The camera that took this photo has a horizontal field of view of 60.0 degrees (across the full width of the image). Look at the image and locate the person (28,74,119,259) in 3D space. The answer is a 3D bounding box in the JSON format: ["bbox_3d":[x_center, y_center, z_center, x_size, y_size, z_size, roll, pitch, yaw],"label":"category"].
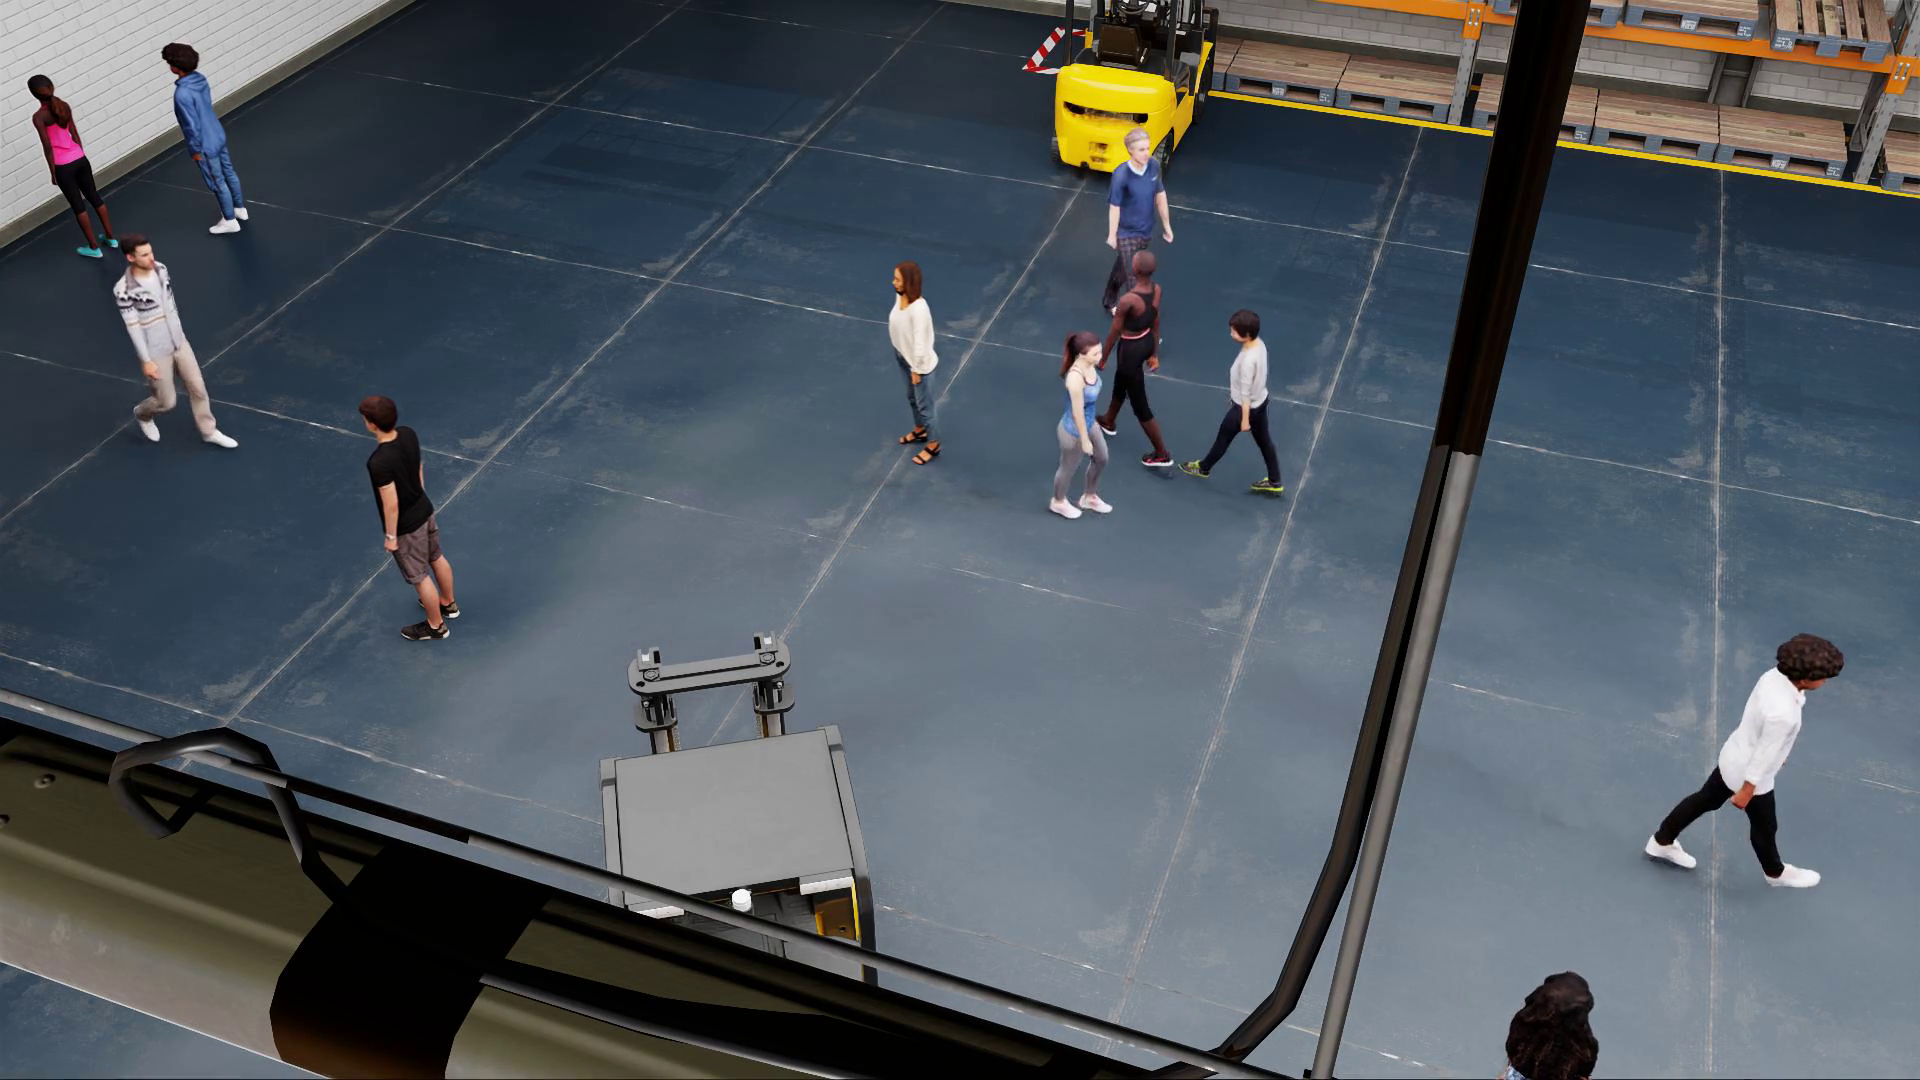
[{"bbox_3d":[-8.043,-3.388,15.034,0.562,1.723,0.557,16,41,19],"label":"person"}]

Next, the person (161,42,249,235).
[{"bbox_3d":[-6.976,-3.727,15.388,0.662,1.811,0.728,3,39,3],"label":"person"}]

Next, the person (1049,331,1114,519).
[{"bbox_3d":[0.781,-0.809,11.911,0.689,1.591,0.589,16,41,19],"label":"person"}]

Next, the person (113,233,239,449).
[{"bbox_3d":[-6.090,-1.477,12.551,0.972,1.836,0.704,13,41,16],"label":"person"}]

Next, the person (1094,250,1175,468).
[{"bbox_3d":[1.370,-1.313,12.439,1.235,1.720,0.913,31,48,33],"label":"person"}]

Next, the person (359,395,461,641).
[{"bbox_3d":[-3.601,-0.146,10.864,0.623,1.861,0.723,6,39,8],"label":"person"}]

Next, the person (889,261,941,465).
[{"bbox_3d":[-0.321,-1.358,12.531,0.762,1.674,0.706,-16,41,-19],"label":"person"}]

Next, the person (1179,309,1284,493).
[{"bbox_3d":[2.196,-0.971,12.185,1.035,1.502,0.601,14,41,17],"label":"person"}]

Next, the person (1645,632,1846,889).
[{"bbox_3d":[4.299,1.224,9.233,1.131,1.755,0.672,12,40,15],"label":"person"}]

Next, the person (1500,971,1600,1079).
[{"bbox_3d":[2.588,2.605,7.621,0.936,1.608,0.894,-19,42,-22],"label":"person"}]

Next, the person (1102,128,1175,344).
[{"bbox_3d":[1.399,-2.606,13.972,1.074,1.826,1.253,-26,45,-29],"label":"person"}]
